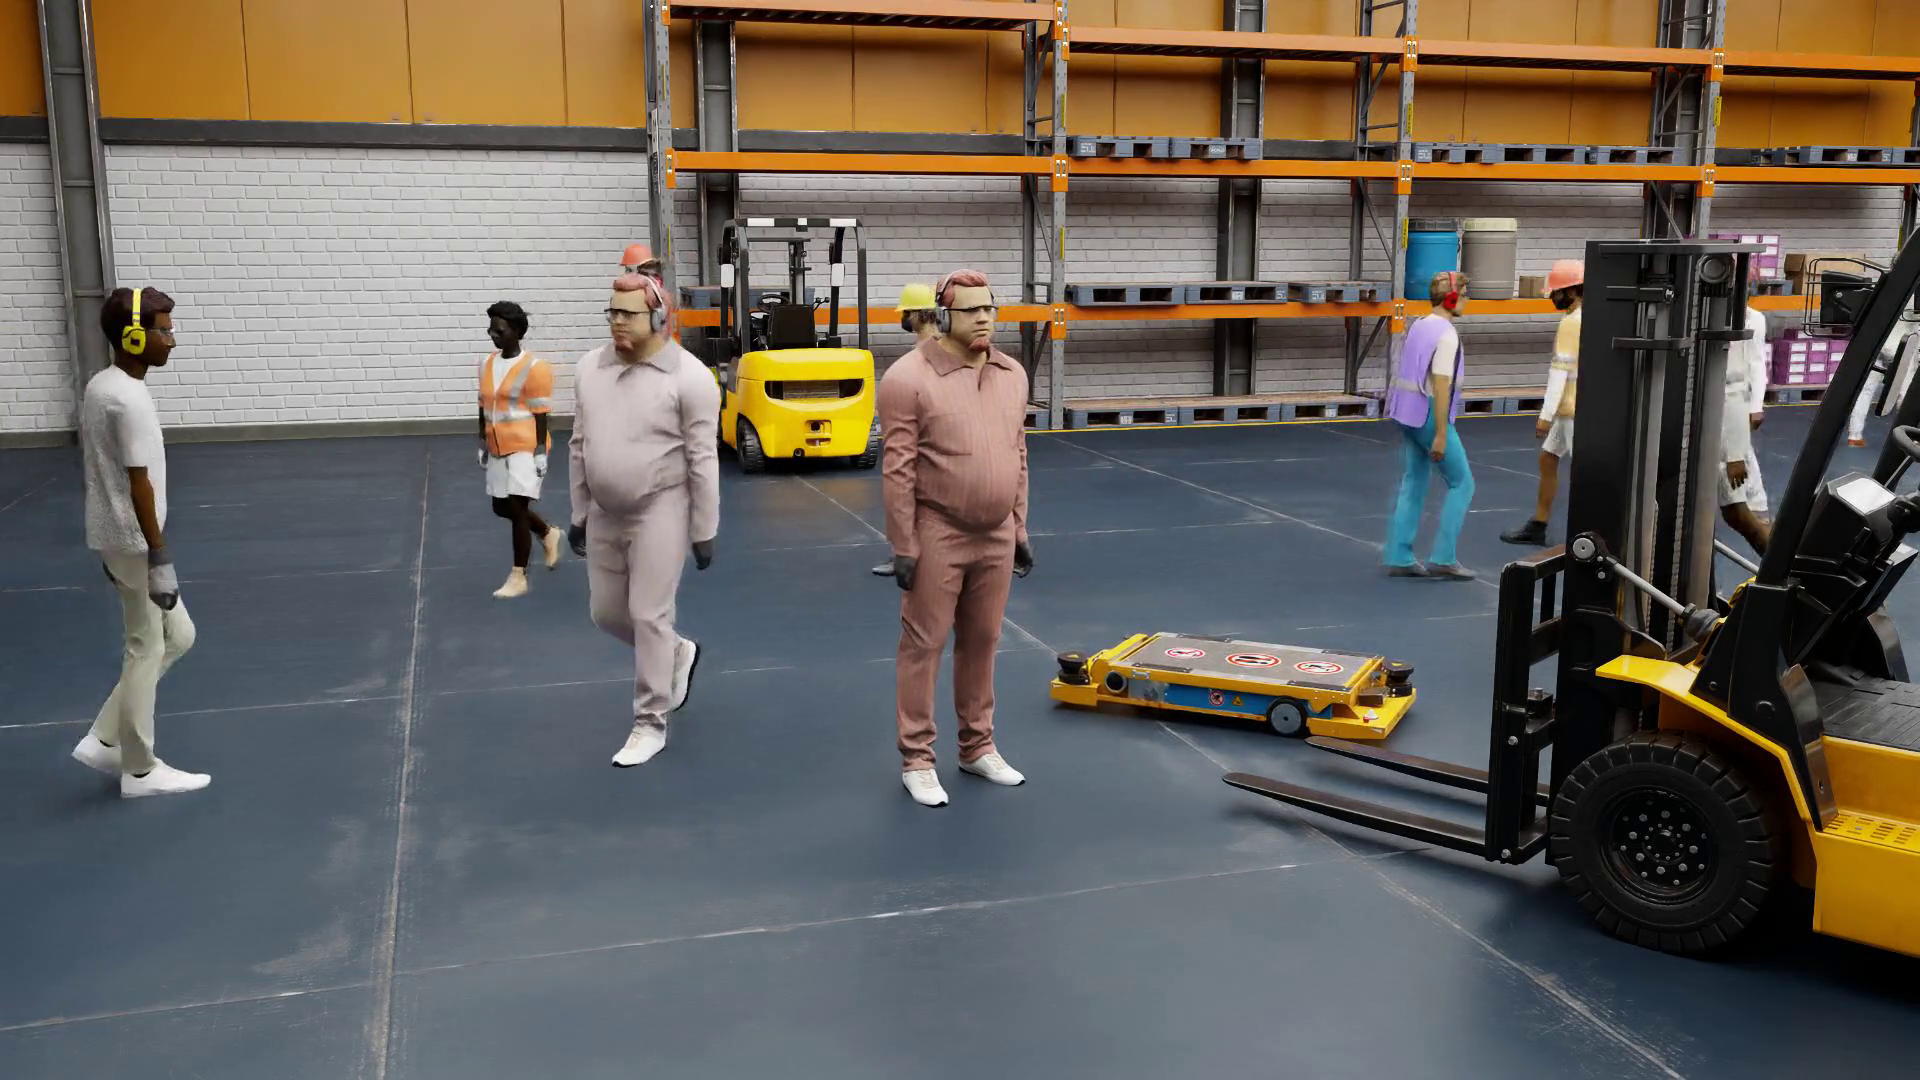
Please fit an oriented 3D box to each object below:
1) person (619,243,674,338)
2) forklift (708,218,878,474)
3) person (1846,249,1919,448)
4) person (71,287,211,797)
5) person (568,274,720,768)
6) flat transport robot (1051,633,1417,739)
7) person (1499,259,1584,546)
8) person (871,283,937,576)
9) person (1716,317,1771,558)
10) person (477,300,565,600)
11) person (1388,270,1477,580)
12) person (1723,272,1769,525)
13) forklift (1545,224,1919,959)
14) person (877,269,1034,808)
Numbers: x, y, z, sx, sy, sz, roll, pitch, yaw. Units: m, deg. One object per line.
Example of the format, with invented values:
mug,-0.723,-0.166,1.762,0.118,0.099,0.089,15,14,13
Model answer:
person,-2.519,-1.430,13.599,0.737,1.970,0.616,5,12,27
forklift,-1.522,-1.778,14.899,1.214,2.155,2.313,-3,11,-17
person,8.878,-1.808,15.837,0.419,1.930,0.639,-7,12,-33
person,-2.915,0.028,5.935,0.371,1.847,0.534,-6,12,-30
person,-1.222,-0.104,6.561,0.652,1.886,0.686,5,12,27
flat transport robot,1.173,0.600,7.140,1.431,0.197,0.652,5,11,25
person,4.025,-0.846,10.647,0.959,1.898,0.555,6,12,32
person,-0.282,-0.653,9.955,0.719,1.735,0.543,-1,10,-4
person,3.966,-0.521,8.582,1.042,2.000,0.624,4,11,22
person,-2.479,-0.530,9.495,0.535,1.677,0.648,6,12,31
person,2.846,-0.662,9.789,0.621,1.823,0.574,-2,10,-9
person,5.255,-0.984,11.556,0.996,1.813,0.621,0,10,-1
forklift,2.909,0.117,4.508,2.313,2.155,1.214,9,14,40
person,0.018,-0.013,6.009,0.642,1.910,0.401,-8,13,-36
